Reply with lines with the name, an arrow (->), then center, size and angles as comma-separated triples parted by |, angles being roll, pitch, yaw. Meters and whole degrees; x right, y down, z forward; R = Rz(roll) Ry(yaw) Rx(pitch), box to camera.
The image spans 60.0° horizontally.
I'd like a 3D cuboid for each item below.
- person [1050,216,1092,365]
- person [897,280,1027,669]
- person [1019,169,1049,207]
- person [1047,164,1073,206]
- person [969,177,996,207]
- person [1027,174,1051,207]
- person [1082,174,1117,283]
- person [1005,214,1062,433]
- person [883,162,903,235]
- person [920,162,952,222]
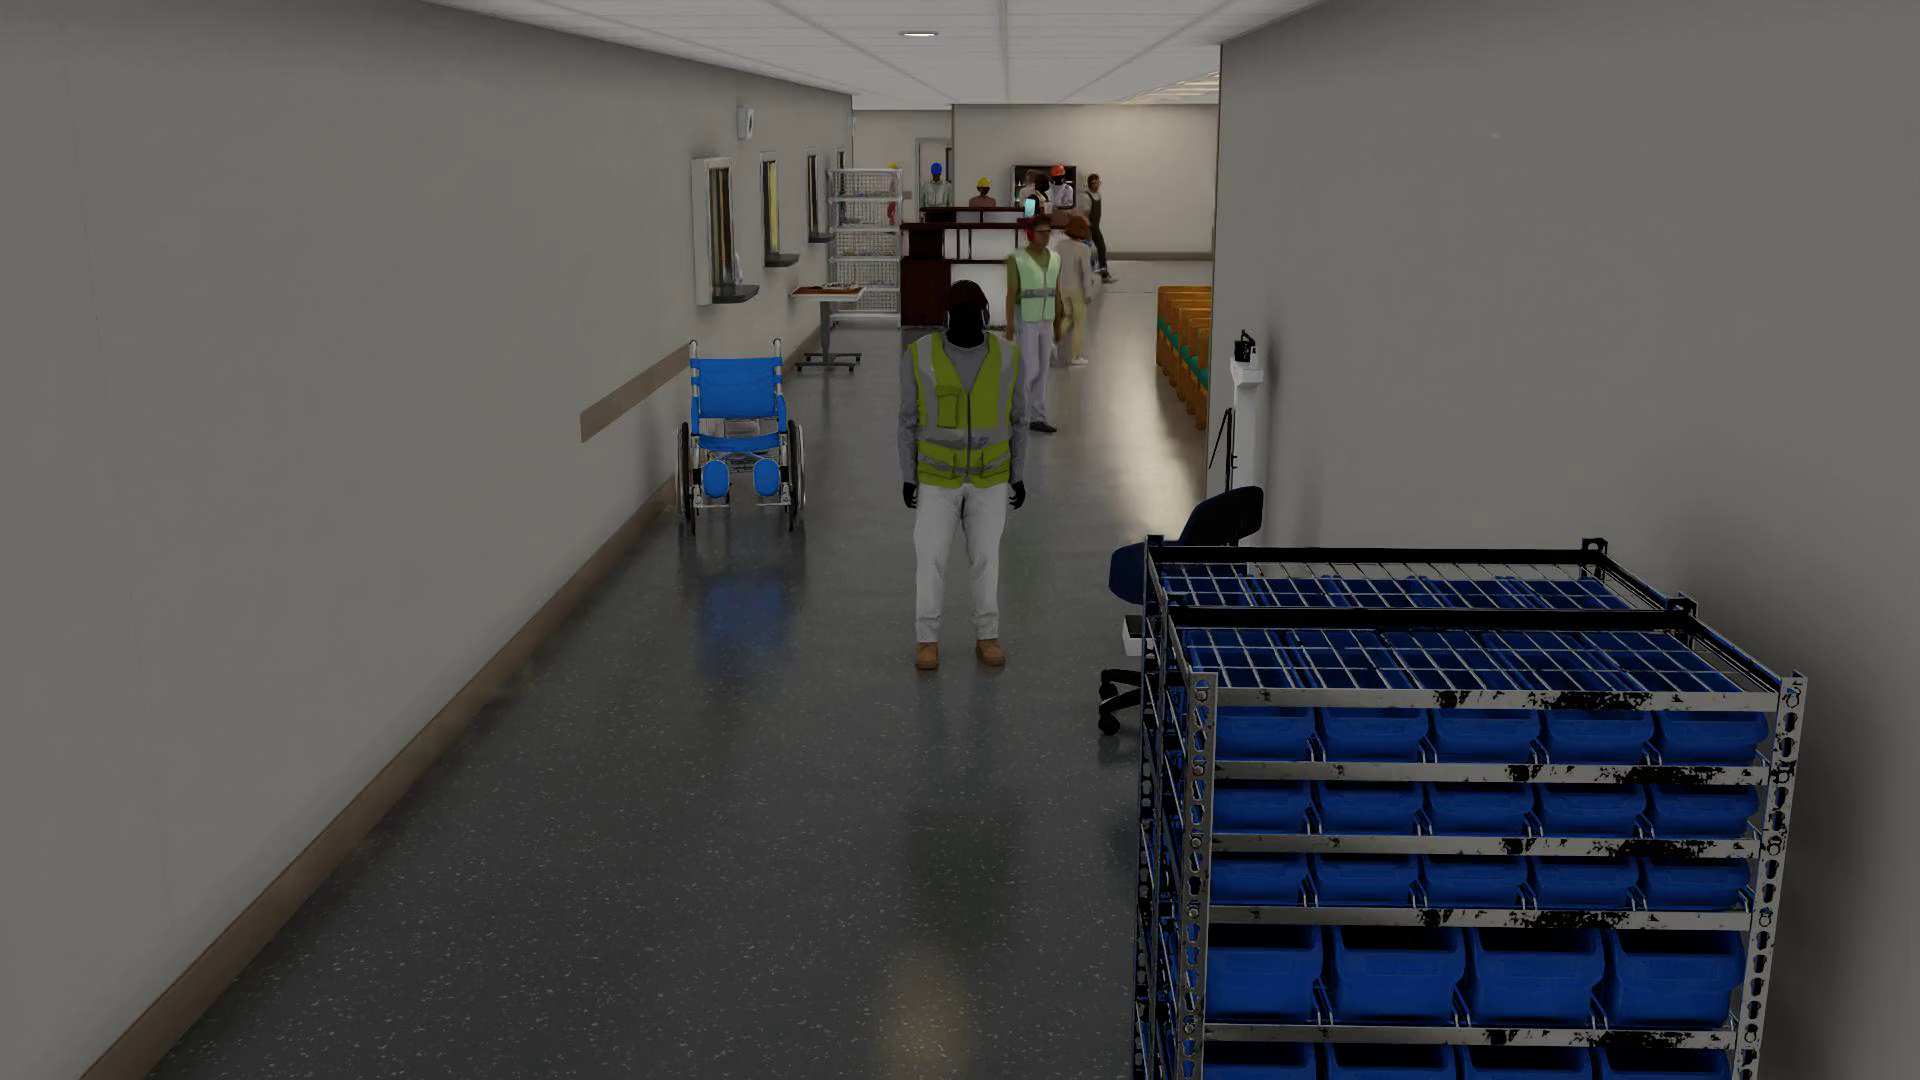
person -> 1.203, -2.693, 18.029 | 0.424, 1.617, 0.517 | -12, 18, -40
person -> 0.015, -0.301, 7.861 | 0.619, 1.845, 0.430 | -2, 14, -8
person -> 1.176, -5.240, 27.805 | 0.668, 1.888, 0.441 | -12, 18, -40
person -> 1.735, -5.691, 29.565 | 0.550, 1.928, 0.389 | 8, 16, 30
person -> 0.385, -5.099, 27.488 | 0.524, 1.769, 0.314 | -8, 16, -30
person -> 1.305, -4.983, 26.880 | 0.428, 1.836, 0.628 | 6, 15, 24
person -> 2.261, -5.132, 27.523 | 0.841, 1.808, 0.542 | 10, 17, 34
person -> 0.613, -1.828, 14.067 | 0.593, 1.832, 0.472 | -12, 18, -40
person -> -1.692, -8.343, 40.707 | 0.658, 1.747, 0.527 | 1, 14, 5
person -> -0.444, -5.956, 30.607 | 0.601, 1.941, 0.395 | 0, 14, 1
